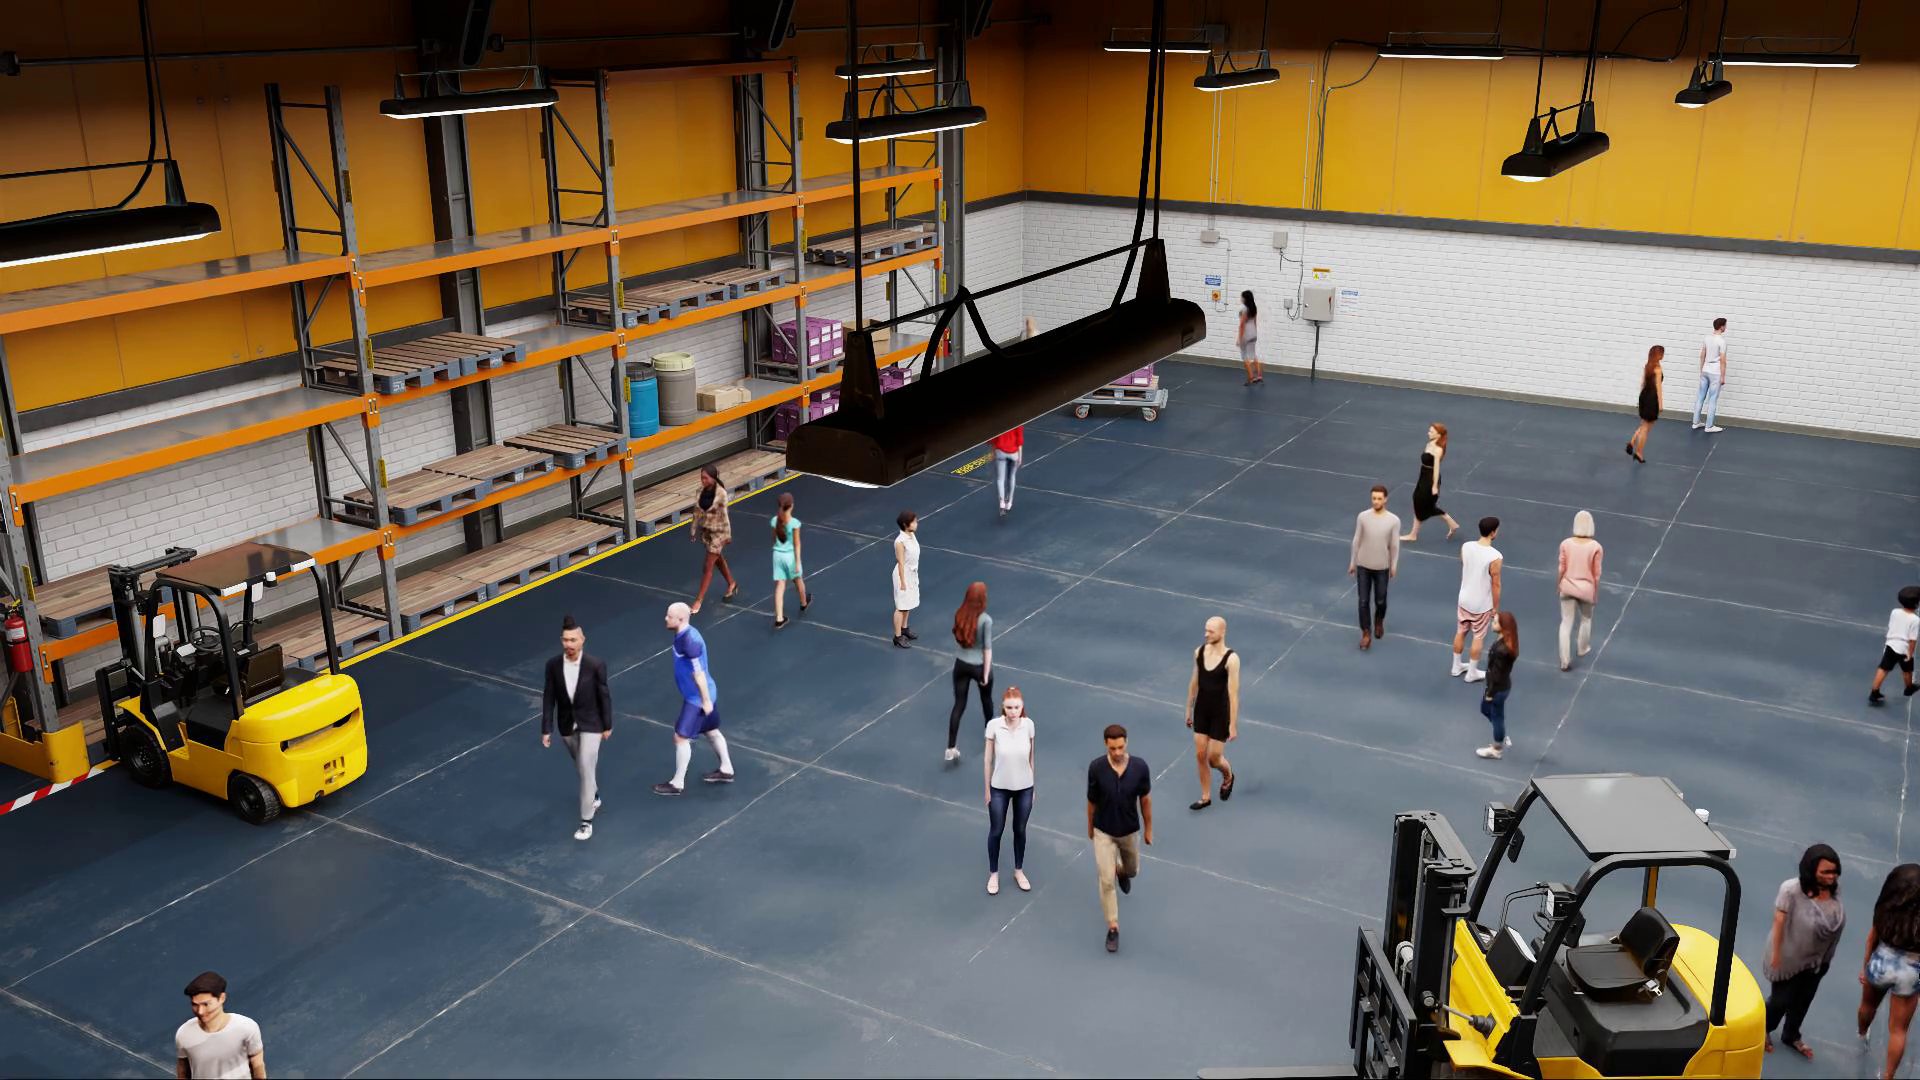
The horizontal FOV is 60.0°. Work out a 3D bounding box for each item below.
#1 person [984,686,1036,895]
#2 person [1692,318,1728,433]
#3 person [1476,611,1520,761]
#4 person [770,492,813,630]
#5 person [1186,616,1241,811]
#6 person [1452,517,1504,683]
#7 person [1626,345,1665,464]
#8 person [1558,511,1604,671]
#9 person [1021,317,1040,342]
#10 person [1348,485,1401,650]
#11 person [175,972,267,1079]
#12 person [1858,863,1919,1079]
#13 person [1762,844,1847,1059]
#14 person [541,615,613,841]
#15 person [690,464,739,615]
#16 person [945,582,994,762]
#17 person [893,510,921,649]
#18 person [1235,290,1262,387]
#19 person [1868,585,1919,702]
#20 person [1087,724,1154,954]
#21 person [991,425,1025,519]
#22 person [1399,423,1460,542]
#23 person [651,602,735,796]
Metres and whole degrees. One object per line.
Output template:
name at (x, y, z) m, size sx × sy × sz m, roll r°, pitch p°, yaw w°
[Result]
person at (0.402, 1.987, 13.334) m, size 0.651 × 1.739 × 0.697 m, roll -3°, pitch 19°, yaw -9°
person at (12.243, -2.703, 27.083) m, size 0.756 × 1.851 × 0.723 m, roll -7°, pitch 20°, yaw -20°
person at (5.121, 1.370, 15.579) m, size 0.660 × 1.476 × 0.534 m, roll 6°, pitch 20°, yaw 18°
person at (-2.000, 0.261, 18.823) m, size 0.709 × 1.507 × 1.101 m, roll 6°, pitch 19°, yaw 17°
person at (2.289, 1.515, 14.630) m, size 0.811 × 1.807 × 0.787 m, roll -17°, pitch 25°, yaw -41°
person at (5.369, 0.617, 17.341) m, size 0.725 × 1.779 × 0.732 m, roll -13°, pitch 23°, yaw -34°
person at (10.326, -2.034, 25.133) m, size 0.807 × 1.829 × 0.753 m, roll -2°, pitch 19°, yaw -5°
person at (6.523, 0.563, 17.629) m, size 0.592 × 1.697 × 0.907 m, roll 11°, pitch 21°, yaw 29°
person at (1.262, -3.358, 29.954) m, size 0.733 × 1.261 × 0.855 m, roll -1°, pitch 19°, yaw -2°
person at (4.546, 0.271, 18.247) m, size 0.702 × 1.855 × 0.780 m, roll 7°, pitch 20°, yaw 21°
person at (-4.239, 3.250, 9.610) m, size 0.707 × 1.722 × 0.732 m, roll -2°, pitch 19°, yaw -6°
person at (6.086, 2.907, 10.839) m, size 0.559 × 1.589 × 0.954 m, roll 9°, pitch 21°, yaw 26°
person at (5.690, 2.753, 11.269) m, size 0.777 × 1.605 × 0.836 m, roll -5°, pitch 19°, yaw -15°
person at (-3.263, 1.540, 14.384) m, size 0.946 × 1.917 × 1.166 m, roll 3°, pitch 19°, yaw 10°
person at (-2.824, -0.031, 19.352) m, size 0.609 × 1.724 × 1.114 m, roll 11°, pitch 22°, yaw 30°
person at (0.063, 1.262, 15.555) m, size 0.590 × 1.696 × 1.166 m, roll 10°, pitch 21°, yaw 28°
person at (-0.606, 0.411, 18.309) m, size 0.684 × 1.551 × 0.538 m, roll 5°, pitch 19°, yaw 14°
person at (5.244, -3.613, 29.953) m, size 0.624 × 1.744 × 0.902 m, roll -12°, pitch 22°, yaw -31°
person at (9.463, 1.085, 16.820) m, size 0.961 × 1.223 × 0.791 m, roll -10°, pitch 21°, yaw -27°
person at (1.182, 2.168, 12.683) m, size 1.008 × 1.811 × 1.205 m, roll 0°, pitch 19°, yaw -1°
person at (0.622, -1.129, 22.681) m, size 0.948 × 1.680 × 1.147 m, roll 0°, pitch 19°, yaw 1°
person at (6.193, -0.732, 21.629) m, size 0.940 × 1.598 × 1.040 m, roll 1°, pitch 19°, yaw 2°
person at (-2.297, 1.416, 14.930) m, size 1.124 × 1.803 × 1.049 m, roll -6°, pitch 19°, yaw -17°
